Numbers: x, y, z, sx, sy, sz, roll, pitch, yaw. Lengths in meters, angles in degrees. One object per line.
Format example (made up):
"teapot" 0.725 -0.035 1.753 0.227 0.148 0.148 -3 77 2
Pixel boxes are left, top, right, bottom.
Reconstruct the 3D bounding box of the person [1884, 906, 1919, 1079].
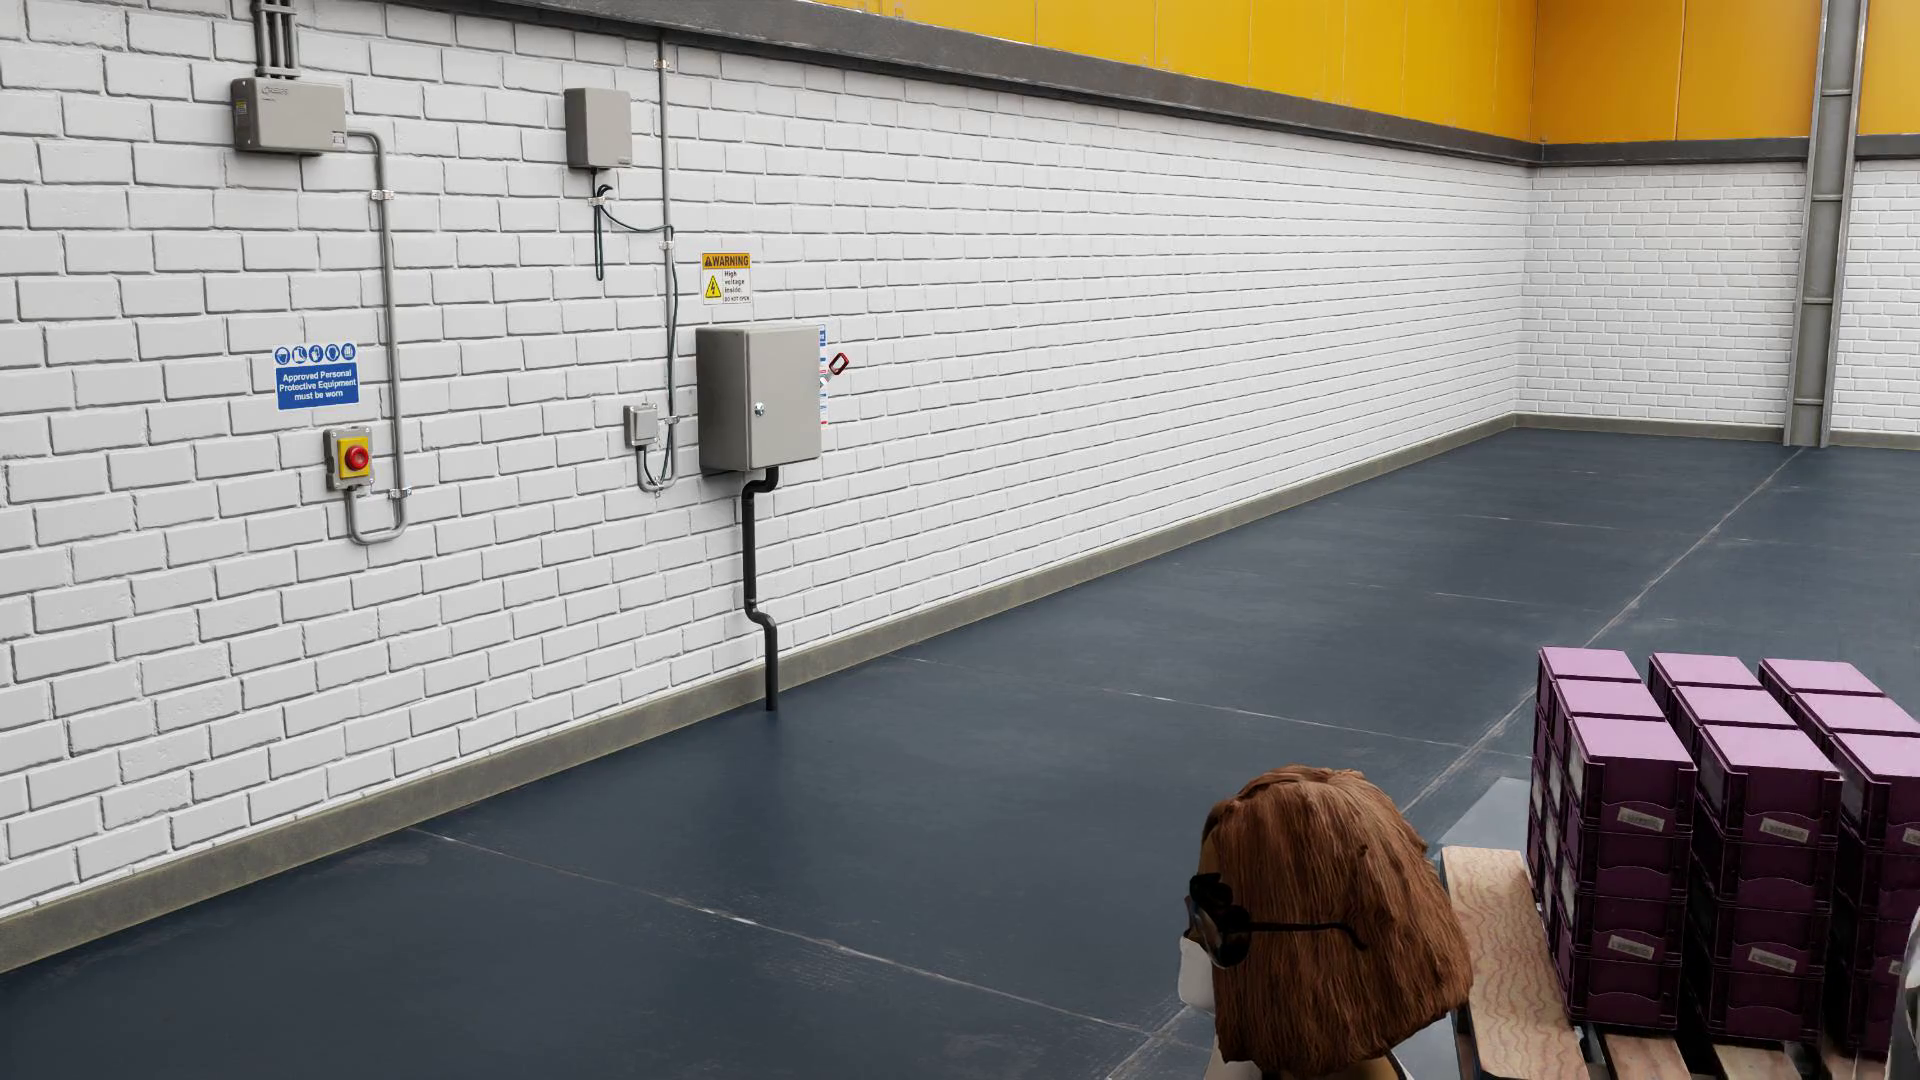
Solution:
"person" 1.030 0.883 1.691 0.584 1.865 0.709 -10 14 -43

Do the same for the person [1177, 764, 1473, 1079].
"person" 0.312 1.008 1.614 0.284 1.633 0.500 -2 10 -10
